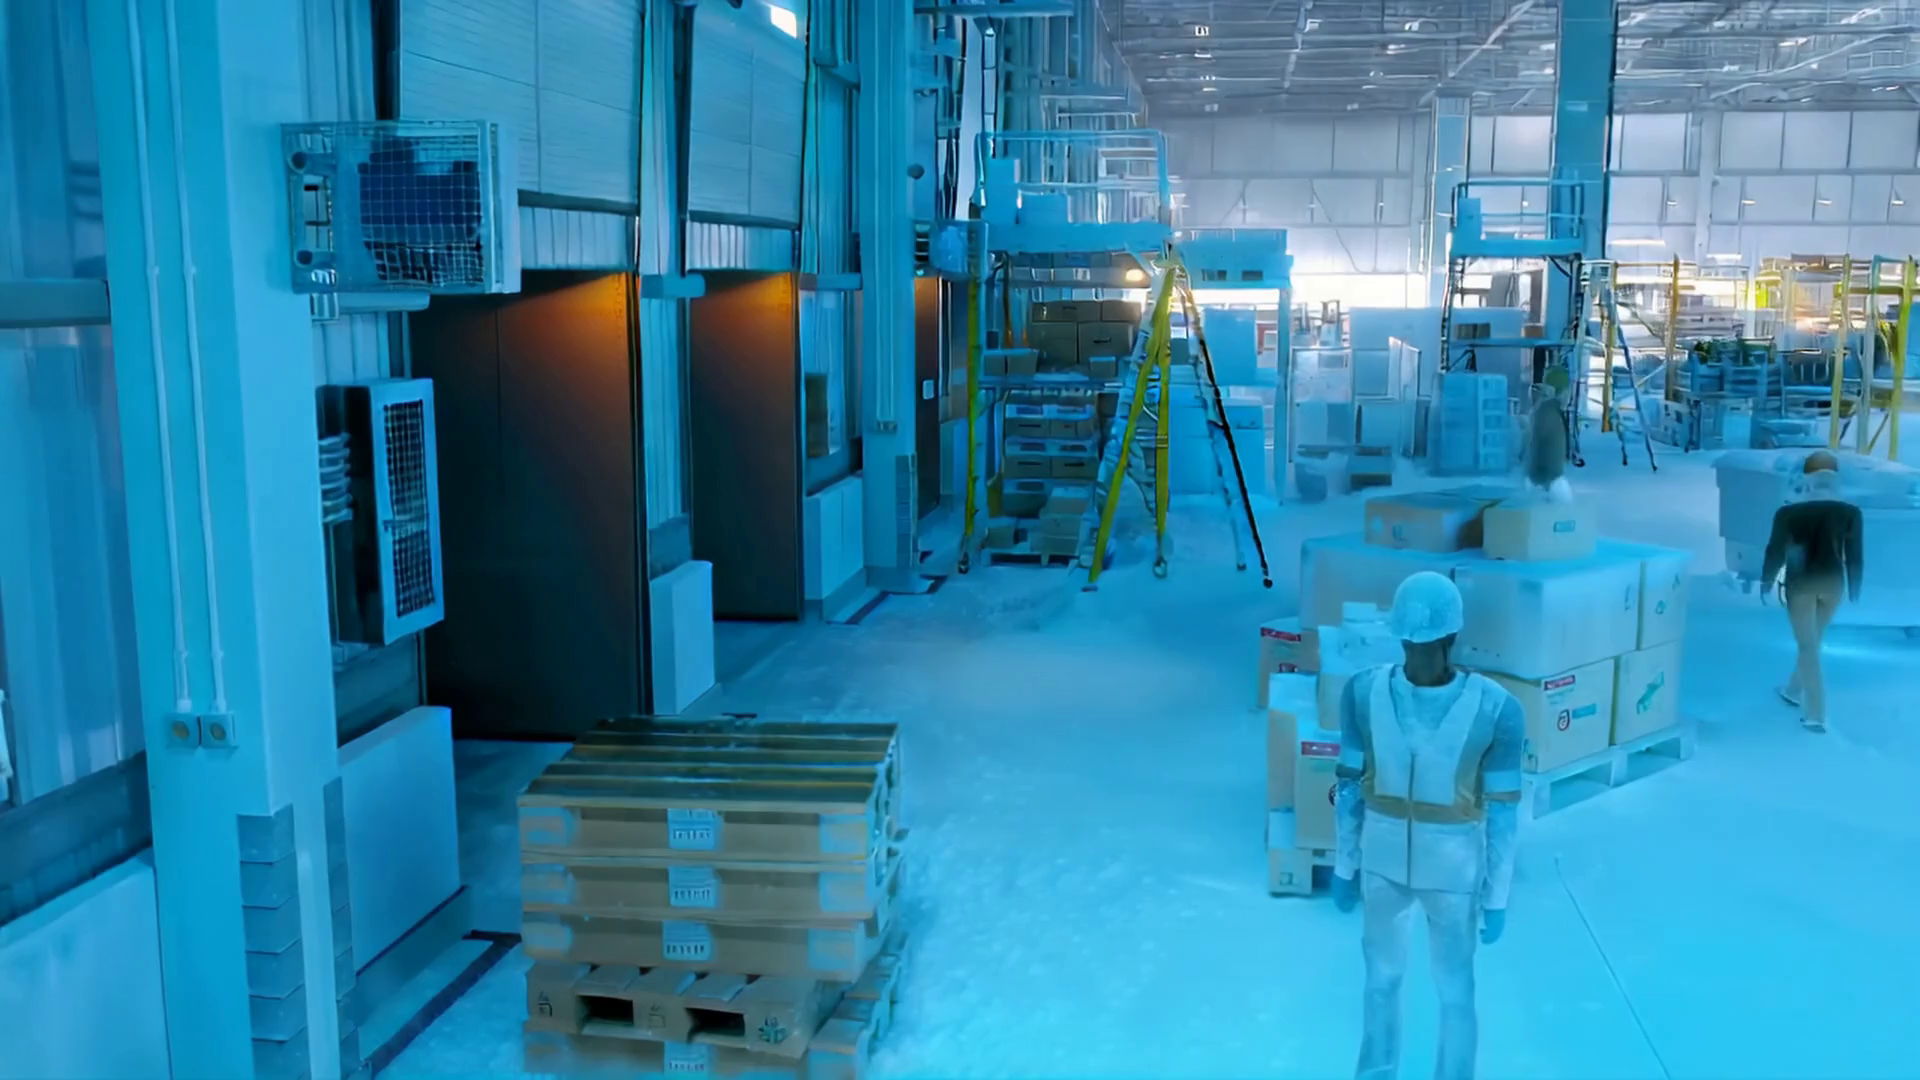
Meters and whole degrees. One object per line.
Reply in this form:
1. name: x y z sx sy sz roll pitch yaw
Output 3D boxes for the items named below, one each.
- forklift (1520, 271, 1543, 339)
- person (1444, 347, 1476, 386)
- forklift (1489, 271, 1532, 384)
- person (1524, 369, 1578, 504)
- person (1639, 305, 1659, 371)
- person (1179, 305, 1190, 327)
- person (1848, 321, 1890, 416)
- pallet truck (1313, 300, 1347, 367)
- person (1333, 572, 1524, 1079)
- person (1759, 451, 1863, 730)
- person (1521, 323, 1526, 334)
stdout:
1. forklift: 15.708 -5.934 45.366 1.873 2.768 1.129 2 9 13
2. person: 8.109 -2.473 27.085 0.573 1.884 0.359 6 11 31
3. forklift: 13.423 -5.322 41.592 1.873 2.768 1.129 1 9 9
4. person: 5.520 -0.630 15.583 1.068 1.941 0.611 -1 9 -4
5. person: 19.590 -5.780 47.472 0.651 1.884 1.025 5 10 26
6. person: 5.961 -5.290 44.335 0.387 1.929 0.550 2 9 12
7. person: 17.956 -3.406 32.858 0.630 1.890 1.034 -1 9 -8
8. pallet truck: 11.159 -6.200 49.718 0.823 1.965 1.885 4 10 26
9. person: 1.467 1.042 5.297 0.586 1.920 0.398 6 11 32
10. person: 5.368 0.293 10.516 0.542 1.712 0.903 1 9 4
11. person: 15.712 -5.577 46.980 0.520 1.640 0.307 4 10 25
